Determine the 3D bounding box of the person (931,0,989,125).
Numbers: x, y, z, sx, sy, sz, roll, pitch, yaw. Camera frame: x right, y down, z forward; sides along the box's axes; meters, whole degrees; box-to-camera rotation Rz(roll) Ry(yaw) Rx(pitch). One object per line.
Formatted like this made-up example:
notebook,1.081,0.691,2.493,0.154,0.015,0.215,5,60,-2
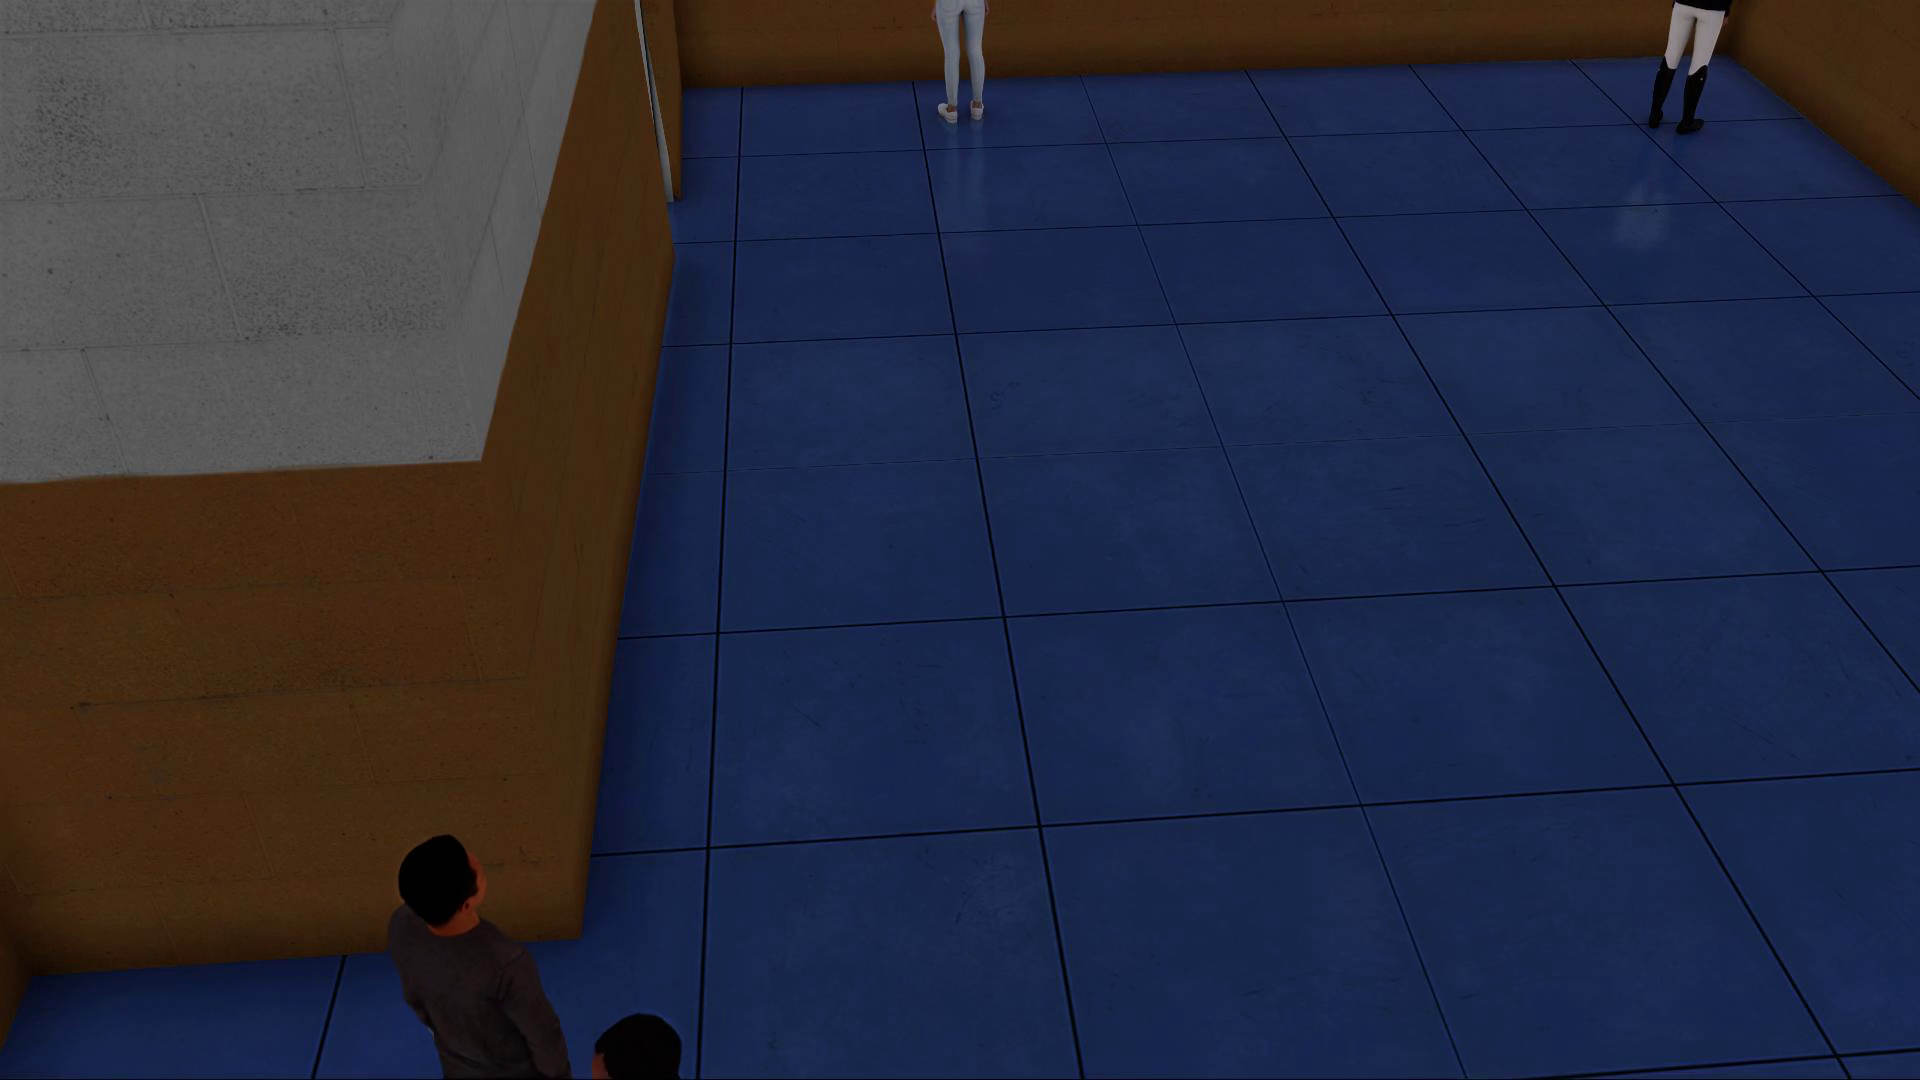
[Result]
person,0.004,-3.887,11.997,0.514,1.751,0.658,-7,38,-10

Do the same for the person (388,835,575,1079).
person,-1.357,1.501,4.805,0.646,1.767,0.781,-12,38,-15

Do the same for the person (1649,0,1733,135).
person,5.260,-3.764,11.838,0.668,1.729,0.726,27,45,31

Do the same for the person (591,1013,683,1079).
person,-0.776,1.839,4.374,0.667,1.743,0.716,29,46,33
